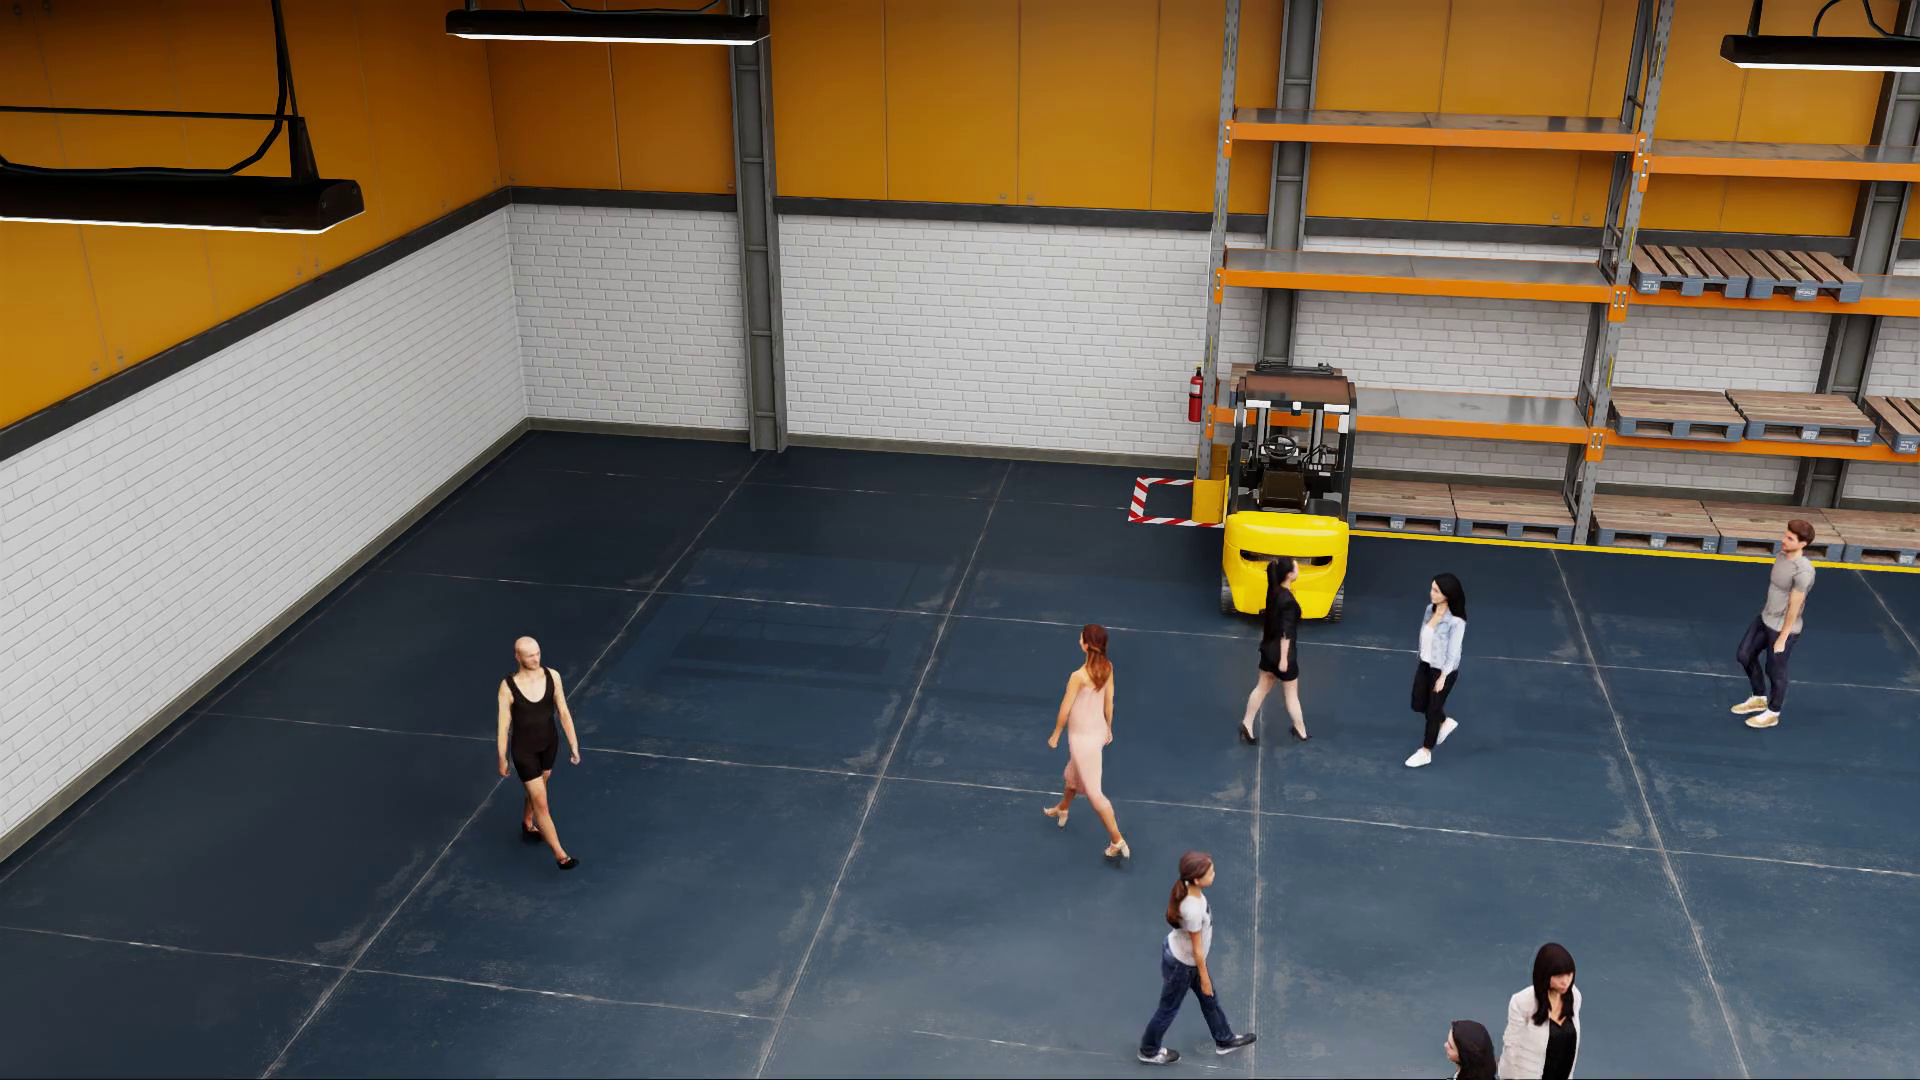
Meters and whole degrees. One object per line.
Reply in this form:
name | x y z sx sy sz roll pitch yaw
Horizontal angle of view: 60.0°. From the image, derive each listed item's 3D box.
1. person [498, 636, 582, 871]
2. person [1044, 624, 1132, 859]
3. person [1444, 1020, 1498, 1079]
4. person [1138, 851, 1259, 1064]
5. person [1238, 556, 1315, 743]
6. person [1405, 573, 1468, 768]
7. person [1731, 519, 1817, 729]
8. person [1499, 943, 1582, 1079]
person | -3.150 1.499 12.143 1.063 1.769 1.218 -22 32 -40
person | 0.993 1.506 12.105 1.184 1.788 0.996 21 31 40
person | 2.601 3.167 8.349 0.589 1.752 0.615 5 24 12
person | 1.291 2.544 10.050 0.981 1.531 0.619 2 24 3
person | 2.525 0.929 13.570 0.970 1.672 0.807 -5 24 -11
person | 3.881 1.038 13.285 0.891 1.699 0.806 -10 25 -21
person | 6.892 0.701 13.832 0.701 1.880 0.729 -1 24 -2
person | 3.147 2.895 9.114 0.648 1.638 0.763 -7 25 -17
